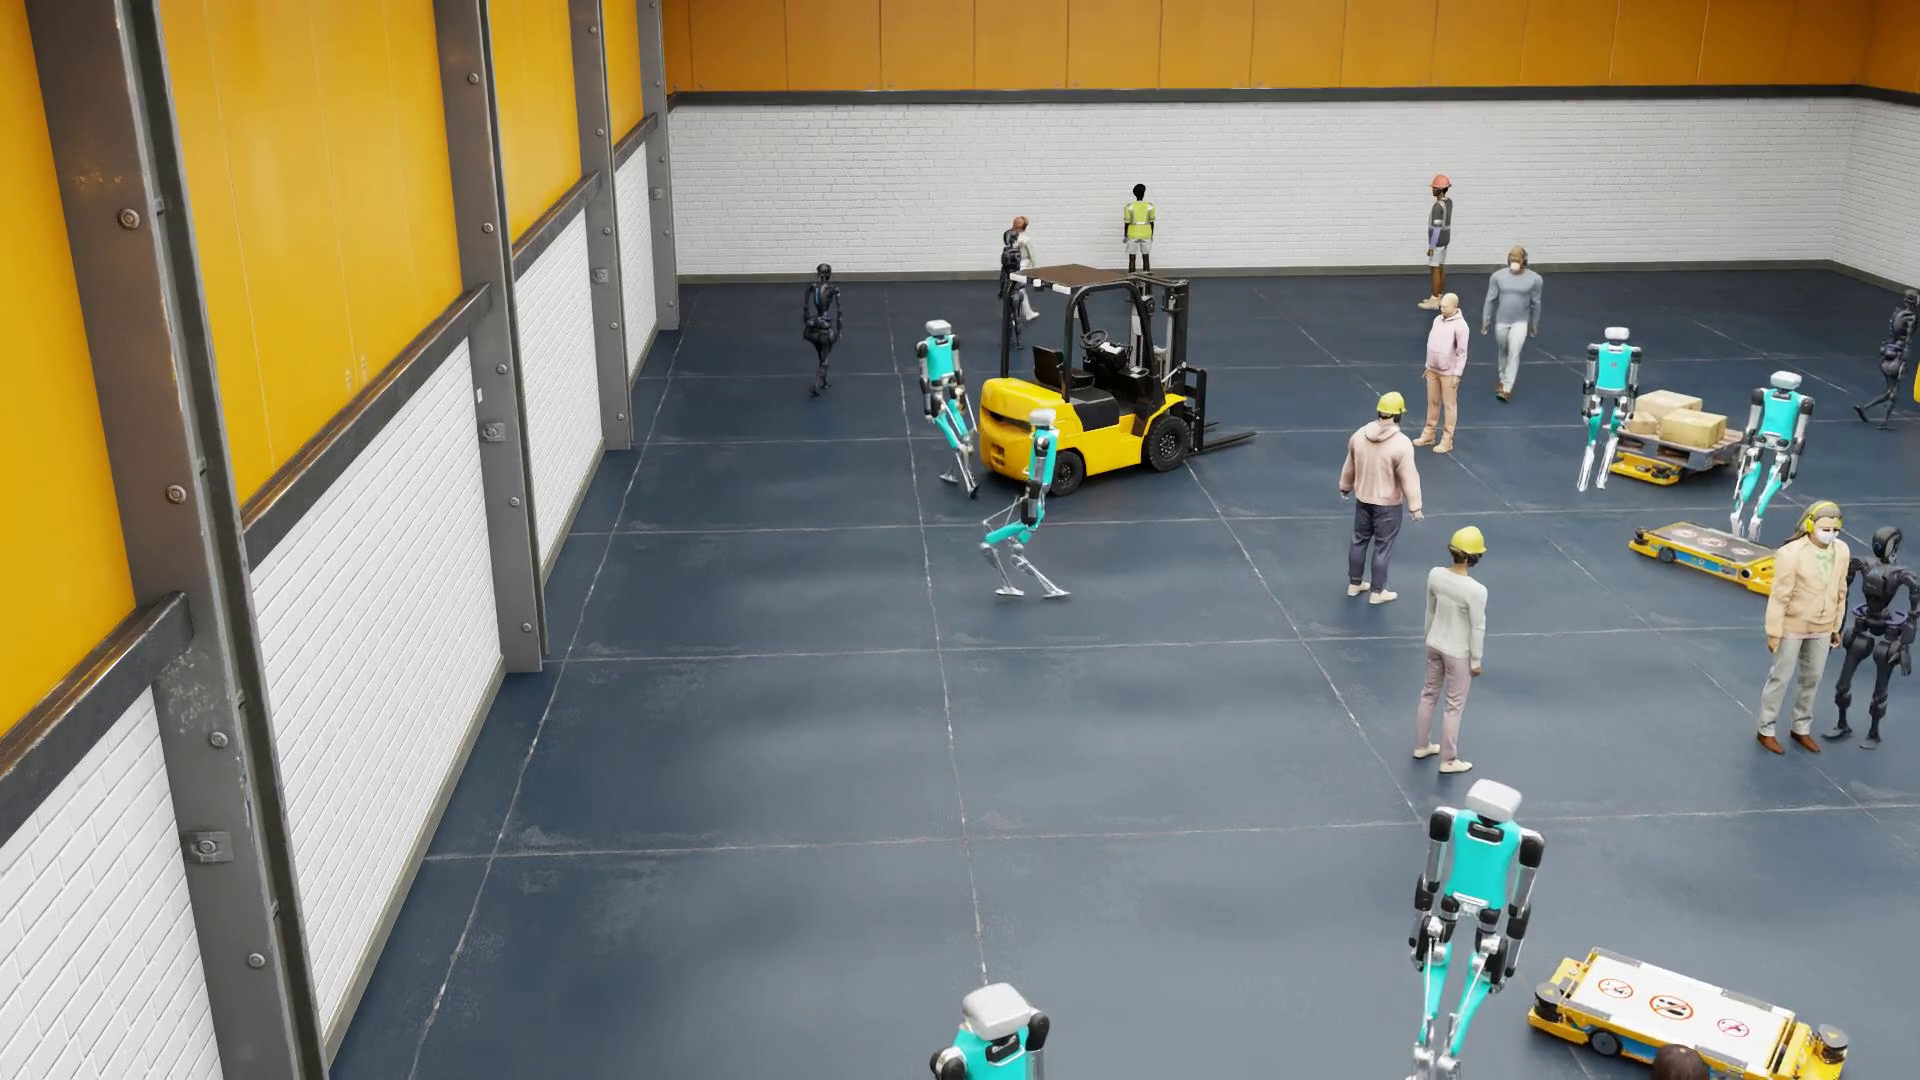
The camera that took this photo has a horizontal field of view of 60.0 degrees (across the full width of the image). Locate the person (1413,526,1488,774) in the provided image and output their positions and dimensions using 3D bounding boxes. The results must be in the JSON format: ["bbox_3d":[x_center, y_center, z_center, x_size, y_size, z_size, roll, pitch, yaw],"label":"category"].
[{"bbox_3d":[3.396,0.747,11.431,0.334,1.758,0.515,-10,22,-26],"label":"person"}]

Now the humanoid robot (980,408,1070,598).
[{"bbox_3d":[0.517,-0.266,14.233,0.903,1.769,0.542,4,20,10],"label":"humanoid robot"}]

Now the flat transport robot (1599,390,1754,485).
[{"bbox_3d":[7.723,-0.876,18.013,1.431,0.231,0.659,-15,25,-35],"label":"flat transport robot"}]

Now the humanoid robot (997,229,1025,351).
[{"bbox_3d":[0.717,-3.465,23.004,0.315,1.657,0.599,-8,22,-20],"label":"humanoid robot"}]

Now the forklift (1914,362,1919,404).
[{"bbox_3d":[12.602,-2.435,19.475,2.313,2.155,1.214,-1,20,-4],"label":"forklift"}]

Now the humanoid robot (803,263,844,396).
[{"bbox_3d":[-1.765,-2.637,20.829,0.610,1.634,0.730,10,22,25],"label":"humanoid robot"}]

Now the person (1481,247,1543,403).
[{"bbox_3d":[6.796,-2.676,20.579,0.656,1.881,1.026,11,23,27],"label":"person"}]

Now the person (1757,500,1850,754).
[{"bbox_3d":[5.908,0.602,11.683,0.566,1.866,0.408,-3,20,-9],"label":"person"}]

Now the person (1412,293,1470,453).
[{"bbox_3d":[5.406,-1.875,18.542,0.403,1.781,0.520,-11,23,-28],"label":"person"}]

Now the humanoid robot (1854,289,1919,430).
[{"bbox_3d":[10.798,-2.107,19.324,0.477,1.631,0.611,4,21,11],"label":"humanoid robot"}]

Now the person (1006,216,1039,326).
[{"bbox_3d":[0.949,-3.955,24.470,0.740,1.603,0.516,-14,24,-33],"label":"person"}]

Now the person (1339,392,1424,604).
[{"bbox_3d":[3.594,-0.357,14.299,0.438,1.858,0.810,-17,26,-38],"label":"person"}]

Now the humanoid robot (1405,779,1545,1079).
[{"bbox_3d":[2.361,2.065,7.892,0.560,1.790,0.761,10,22,25],"label":"humanoid robot"}]

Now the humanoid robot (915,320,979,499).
[{"bbox_3d":[-0.020,-1.306,17.127,0.560,1.835,0.891,-14,25,-34],"label":"humanoid robot"}]

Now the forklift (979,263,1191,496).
[{"bbox_3d":[1.315,-1.764,17.646,2.313,2.155,1.214,-14,24,-33],"label":"forklift"}]

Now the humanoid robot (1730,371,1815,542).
[{"bbox_3d":[7.319,-0.611,15.172,0.539,1.781,0.754,16,26,38],"label":"humanoid robot"}]

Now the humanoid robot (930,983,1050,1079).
[{"bbox_3d":[0.275,2.636,6.421,0.540,1.858,0.745,-15,25,-36],"label":"humanoid robot"}]

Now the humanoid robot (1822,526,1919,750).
[{"bbox_3d":[6.467,0.681,11.742,0.338,1.645,0.589,-14,24,-34],"label":"humanoid robot"}]

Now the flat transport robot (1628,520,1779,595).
[{"bbox_3d":[6.955,0.143,15.238,0.659,0.231,1.431,-13,24,-31],"label":"flat transport robot"}]

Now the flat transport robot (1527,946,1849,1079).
[{"bbox_3d":[3.781,2.554,8.668,1.431,0.231,0.659,14,24,34],"label":"flat transport robot"}]

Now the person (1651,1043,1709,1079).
[{"bbox_3d":[2.590,2.664,6.194,0.466,1.768,0.382,-2,20,-6],"label":"person"}]

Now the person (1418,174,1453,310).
[{"bbox_3d":[7.296,-4.561,25.485,0.392,2.044,0.607,12,23,30],"label":"person"}]

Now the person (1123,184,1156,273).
[{"bbox_3d":[2.897,-4.915,26.946,0.530,1.695,0.321,-1,20,-4],"label":"person"}]

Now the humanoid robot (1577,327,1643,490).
[{"bbox_3d":[6.707,-1.351,17.211,0.530,1.814,0.679,8,22,21],"label":"humanoid robot"}]
